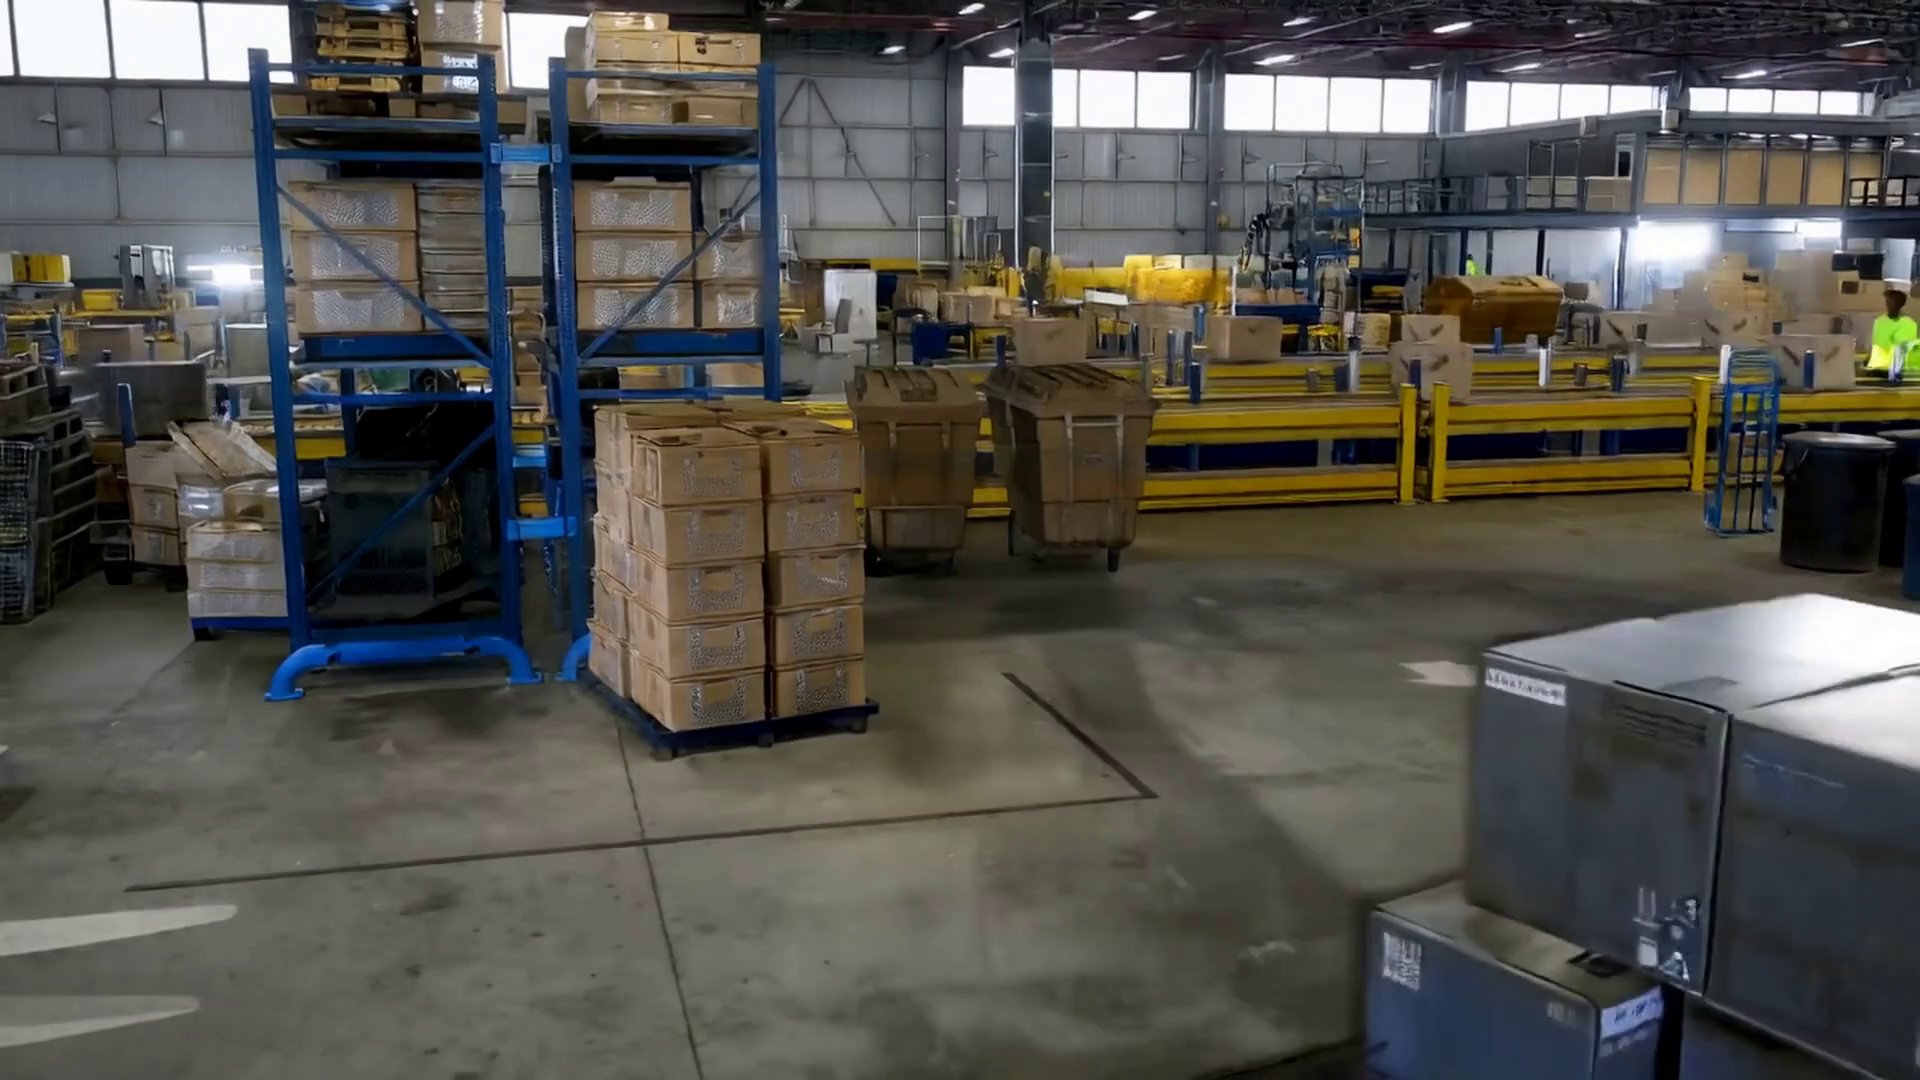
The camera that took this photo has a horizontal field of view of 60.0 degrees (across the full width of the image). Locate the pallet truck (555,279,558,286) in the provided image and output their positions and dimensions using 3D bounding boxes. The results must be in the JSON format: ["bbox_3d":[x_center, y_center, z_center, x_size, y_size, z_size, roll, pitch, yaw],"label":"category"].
[{"bbox_3d":[-10.604,-6.375,44.520,0.653,1.274,1.630,-3,10,-15],"label":"pallet truck"}]

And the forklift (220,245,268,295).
[{"bbox_3d":[-17.749,-6.334,41.440,1.157,1.987,2.680,-3,10,-17],"label":"forklift"}]

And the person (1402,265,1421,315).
[{"bbox_3d":[8.747,-4.433,32.202,0.526,1.772,0.303,-9,13,-41],"label":"person"}]

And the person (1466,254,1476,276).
[{"bbox_3d":[17.535,-8.960,57.627,0.608,1.835,0.974,-2,10,-13],"label":"person"}]

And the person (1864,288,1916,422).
[{"bbox_3d":[10.412,-1.974,18.527,0.714,1.672,0.530,-2,10,-12],"label":"person"}]

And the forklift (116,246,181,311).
[{"bbox_3d":[-19.966,-6.232,40.894,1.157,1.987,2.680,-3,10,-15],"label":"forklift"}]
